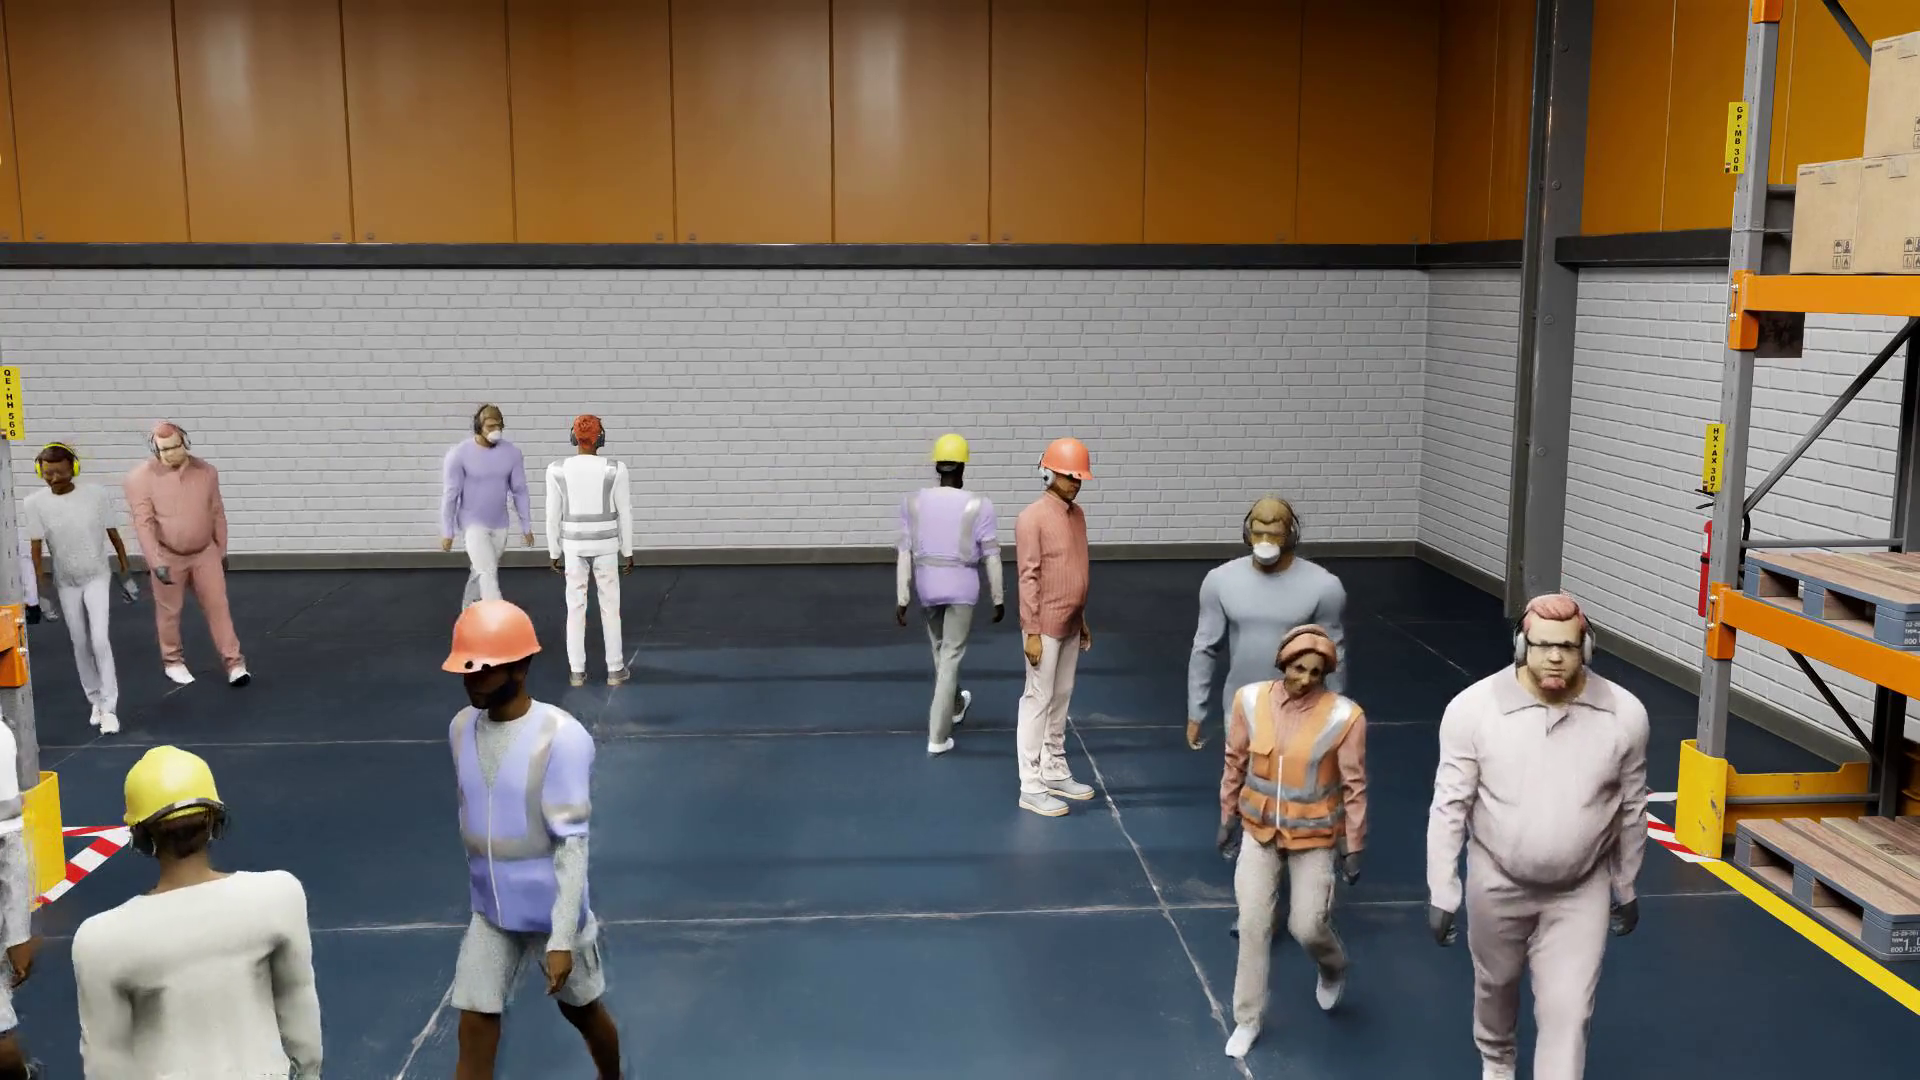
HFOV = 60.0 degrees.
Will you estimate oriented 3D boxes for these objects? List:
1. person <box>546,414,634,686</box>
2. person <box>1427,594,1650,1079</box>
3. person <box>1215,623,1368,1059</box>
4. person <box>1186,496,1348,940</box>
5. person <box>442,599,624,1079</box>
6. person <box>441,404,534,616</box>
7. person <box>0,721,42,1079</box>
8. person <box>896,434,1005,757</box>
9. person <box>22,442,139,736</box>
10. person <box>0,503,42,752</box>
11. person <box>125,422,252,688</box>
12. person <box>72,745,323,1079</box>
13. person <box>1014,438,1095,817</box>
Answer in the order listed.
[{"bbox_3d":[-2.548,0.072,11.494,0.586,1.882,0.341,-1,9,-4],"label":"person"},{"bbox_3d":[1.820,1.077,5.277,0.663,1.867,0.979,2,9,15],"label":"person"},{"bbox_3d":[1.249,1.070,6.091,0.536,1.614,0.570,6,11,33],"label":"person"},{"bbox_3d":[1.287,0.761,7.149,0.658,1.885,0.999,4,10,26],"label":"person"},{"bbox_3d":[-1.342,1.107,5.040,0.563,1.879,1.017,4,10,24],"label":"person"},{"bbox_3d":[-3.522,-0.082,12.472,1.067,1.867,0.637,7,12,39],"label":"person"},{"bbox_3d":[-2.999,1.103,4.892,0.554,1.924,0.581,-1,9,-9],"label":"person"},{"bbox_3d":[-0.027,0.300,10.061,0.617,1.876,0.958,3,10,20],"label":"person"},{"bbox_3d":[-5.413,0.301,10.242,0.571,1.819,0.816,-3,9,-17],"label":"person"},{"bbox_3d":[-5.706,0.379,9.740,0.444,1.826,0.648,3,10,18],"label":"person"},{"bbox_3d":[-5.253,0.123,11.319,0.972,1.842,0.671,8,12,43],"label":"person"},{"bbox_3d":[-1.731,1.356,3.894,0.532,1.744,0.633,-7,11,-36],"label":"person"},{"bbox_3d":[0.520,0.447,8.826,0.393,1.985,0.611,6,11,31],"label":"person"}]
